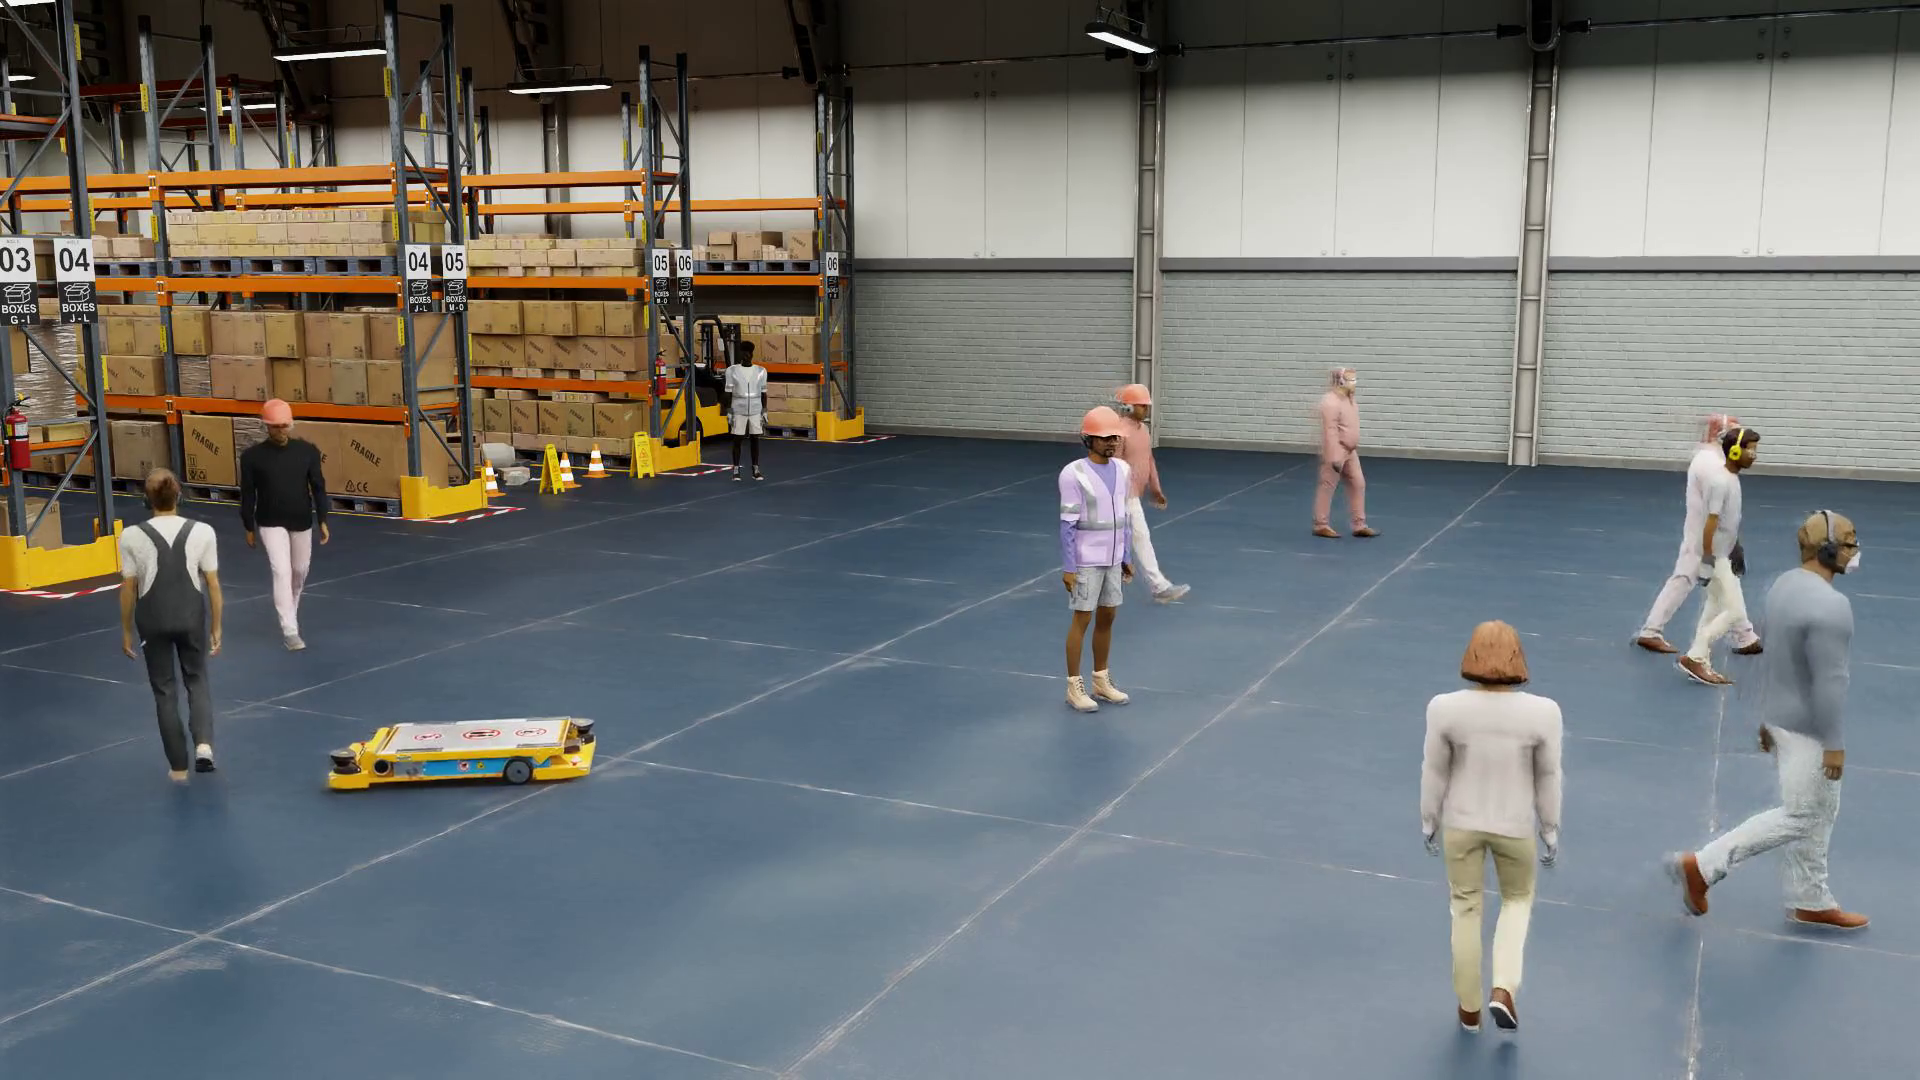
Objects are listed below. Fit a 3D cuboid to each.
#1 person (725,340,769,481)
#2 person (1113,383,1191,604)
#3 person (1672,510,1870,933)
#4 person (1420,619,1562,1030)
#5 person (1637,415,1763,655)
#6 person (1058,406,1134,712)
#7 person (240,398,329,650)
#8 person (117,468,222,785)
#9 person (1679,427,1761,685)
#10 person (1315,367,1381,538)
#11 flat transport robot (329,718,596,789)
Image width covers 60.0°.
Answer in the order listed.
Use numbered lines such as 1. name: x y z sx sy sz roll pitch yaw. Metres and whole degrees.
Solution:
1. person: -2.968 -1.798 23.185 0.603 1.958 0.380 -3 10 -18
2. person: 1.588 -0.413 14.739 1.030 1.936 0.616 4 10 25
3. person: 3.638 0.811 7.341 0.790 1.915 0.637 2 9 12
4. person: 2.029 1.104 6.392 0.517 1.621 0.360 3 10 18
5. person: 5.720 -0.025 12.660 1.014 1.853 0.657 5 10 27
6. person: 0.941 0.124 11.147 0.616 2.041 0.379 -8 12 -40
7. person: -5.371 -0.163 13.189 0.602 1.959 0.957 -7 12 -37
8. person: -4.513 0.497 9.506 0.521 1.831 0.399 -6 11 -34
9. person: 5.381 0.124 11.740 0.388 1.848 0.553 5 10 27
10. person: 4.249 -0.932 18.096 0.817 1.878 0.679 7 12 37
11. flat transport robot: -2.887 1.235 9.750 1.431 0.197 0.652 -1 9 -9
